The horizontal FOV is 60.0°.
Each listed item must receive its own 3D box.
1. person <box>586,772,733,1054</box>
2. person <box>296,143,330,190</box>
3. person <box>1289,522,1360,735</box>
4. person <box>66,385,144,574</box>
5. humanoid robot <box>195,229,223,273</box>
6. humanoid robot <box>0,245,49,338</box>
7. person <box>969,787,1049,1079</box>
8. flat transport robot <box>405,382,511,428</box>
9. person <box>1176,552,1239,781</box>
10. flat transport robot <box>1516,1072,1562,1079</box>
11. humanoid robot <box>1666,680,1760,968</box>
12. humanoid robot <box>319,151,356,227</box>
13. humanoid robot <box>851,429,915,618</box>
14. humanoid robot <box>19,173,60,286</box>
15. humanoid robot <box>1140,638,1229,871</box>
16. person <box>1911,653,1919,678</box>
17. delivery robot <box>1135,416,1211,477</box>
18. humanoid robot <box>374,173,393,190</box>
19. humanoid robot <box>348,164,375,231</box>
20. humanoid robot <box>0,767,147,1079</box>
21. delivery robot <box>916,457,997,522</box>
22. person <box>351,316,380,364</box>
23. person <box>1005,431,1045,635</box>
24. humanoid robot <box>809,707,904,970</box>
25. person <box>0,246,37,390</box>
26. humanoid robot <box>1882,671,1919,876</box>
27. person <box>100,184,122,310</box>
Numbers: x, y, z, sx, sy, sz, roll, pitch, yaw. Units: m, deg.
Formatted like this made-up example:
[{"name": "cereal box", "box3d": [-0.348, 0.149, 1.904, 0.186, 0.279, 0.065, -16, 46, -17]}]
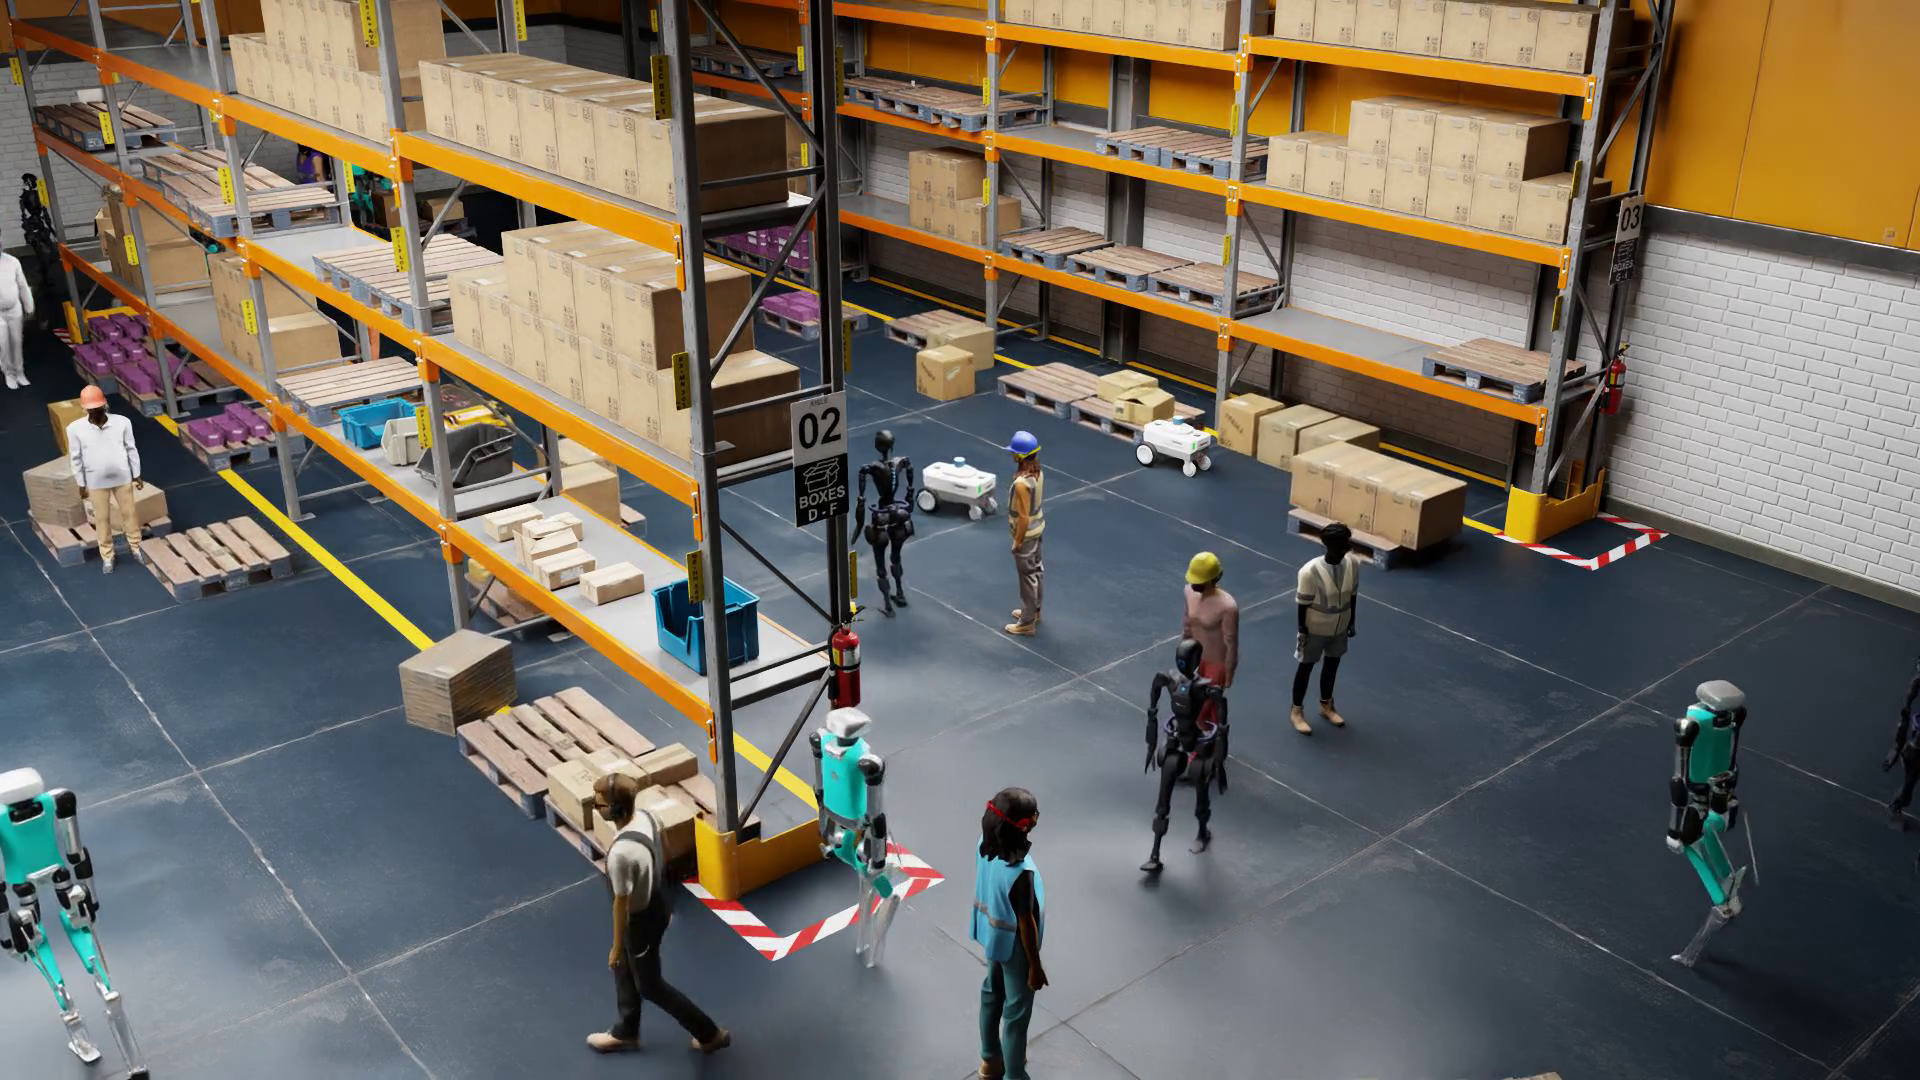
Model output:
[{"name": "person", "box3d": [-1.658, 2.056, 8.959, 0.802, 1.818, 0.524, 0, 23, 1]}, {"name": "person", "box3d": [-10.262, -5.551, 26.419, 0.541, 1.923, 0.437, 15, 28, 31]}, {"name": "person", "box3d": [2.714, 0.641, 12.366, 0.534, 1.692, 0.320, -10, 25, -22]}, {"name": "person", "box3d": [-7.717, -0.567, 15.081, 0.561, 1.752, 0.324, -15, 27, -30]}, {"name": "humanoid robot", "box3d": [-10.559, -4.064, 23.191, 1.008, 1.735, 0.554, 6, 24, 14]}, {"name": "humanoid robot", "box3d": [-12.497, -3.494, 21.978, 0.558, 1.857, 0.832, 10, 25, 22]}, {"name": "person", "box3d": [0.267, 2.126, 8.706, 0.391, 1.868, 0.514, -12, 26, -25]}, {"name": "flat transport robot", "box3d": [-5.833, -1.518, 19.158, 0.659, 0.231, 1.431, -21, 31, -39]}, {"name": "person", "box3d": [1.724, 0.865, 11.803, 0.696, 1.722, 0.542, -14, 27, -29]}, {"name": "flat transport robot", "box3d": [2.255, 3.366, 7.849, 0.659, 0.231, 1.431, -6, 24, -13]}, {"name": "humanoid robot", "box3d": [4.508, 1.781, 9.799, 0.546, 1.860, 0.774, -12, 26, -25]}, {"name": "humanoid robot", "box3d": [-10.477, -5.838, 27.451, 0.613, 1.618, 0.781, 21, 31, 40]}, {"name": "humanoid robot", "box3d": [-0.631, -0.144, 14.219, 0.603, 1.652, 0.397, -13, 26, -27]}, {"name": "humanoid robot", "box3d": [-13.571, -4.561, 24.426, 0.375, 1.642, 0.609, 3, 24, 7]}, {"name": "humanoid robot", "box3d": [1.461, 1.379, 10.713, 0.588, 1.629, 0.740, 12, 26, 26]}, {"name": "person", "box3d": [7.806, 0.262, 12.958, 0.546, 1.923, 0.386, 15, 27, 30]}, {"name": "delivery robot", "box3d": [2.282, -1.029, 17.661, 0.774, 0.592, 0.499, 21, 31, 39]}, {"name": "humanoid robot", "box3d": [-9.635, -6.186, 28.256, 0.730, 1.901, 0.542, 7, 24, 15]}, {"name": "humanoid robot", "box3d": [-9.688, -5.665, 26.973, 0.540, 1.852, 0.668, 0, 23, 0]}, {"name": "humanoid robot", "box3d": [-4.751, 2.161, 8.902, 0.864, 1.860, 0.550, 18, 29, 36]}, {"name": "delivery robot", "box3d": [-0.012, -0.531, 16.496, 0.774, 0.581, 0.499, 14, 27, 30]}, {"name": "person", "box3d": [-7.177, -2.727, 20.083, 0.498, 1.759, 0.332, 14, 27, 29]}, {"name": "person", "box3d": [0.535, -0.059, 13.874, 0.323, 1.778, 0.468, 7, 24, 17]}, {"name": "humanoid robot", "box3d": [-0.512, 1.740, 9.790, 0.550, 1.809, 0.668, 19, 30, 37]}, {"name": "person", "box3d": [-11.431, -2.732, 19.921, 0.603, 1.886, 0.668, 19, 30, 37]}, {"name": "humanoid robot", "box3d": [6.377, 1.328, 10.845, 0.593, 1.635, 0.741, 8, 25, 17]}, {"name": "person", "box3d": [-11.502, -4.008, 22.969, 0.987, 1.833, 0.565, 1, 23, 3]}]
